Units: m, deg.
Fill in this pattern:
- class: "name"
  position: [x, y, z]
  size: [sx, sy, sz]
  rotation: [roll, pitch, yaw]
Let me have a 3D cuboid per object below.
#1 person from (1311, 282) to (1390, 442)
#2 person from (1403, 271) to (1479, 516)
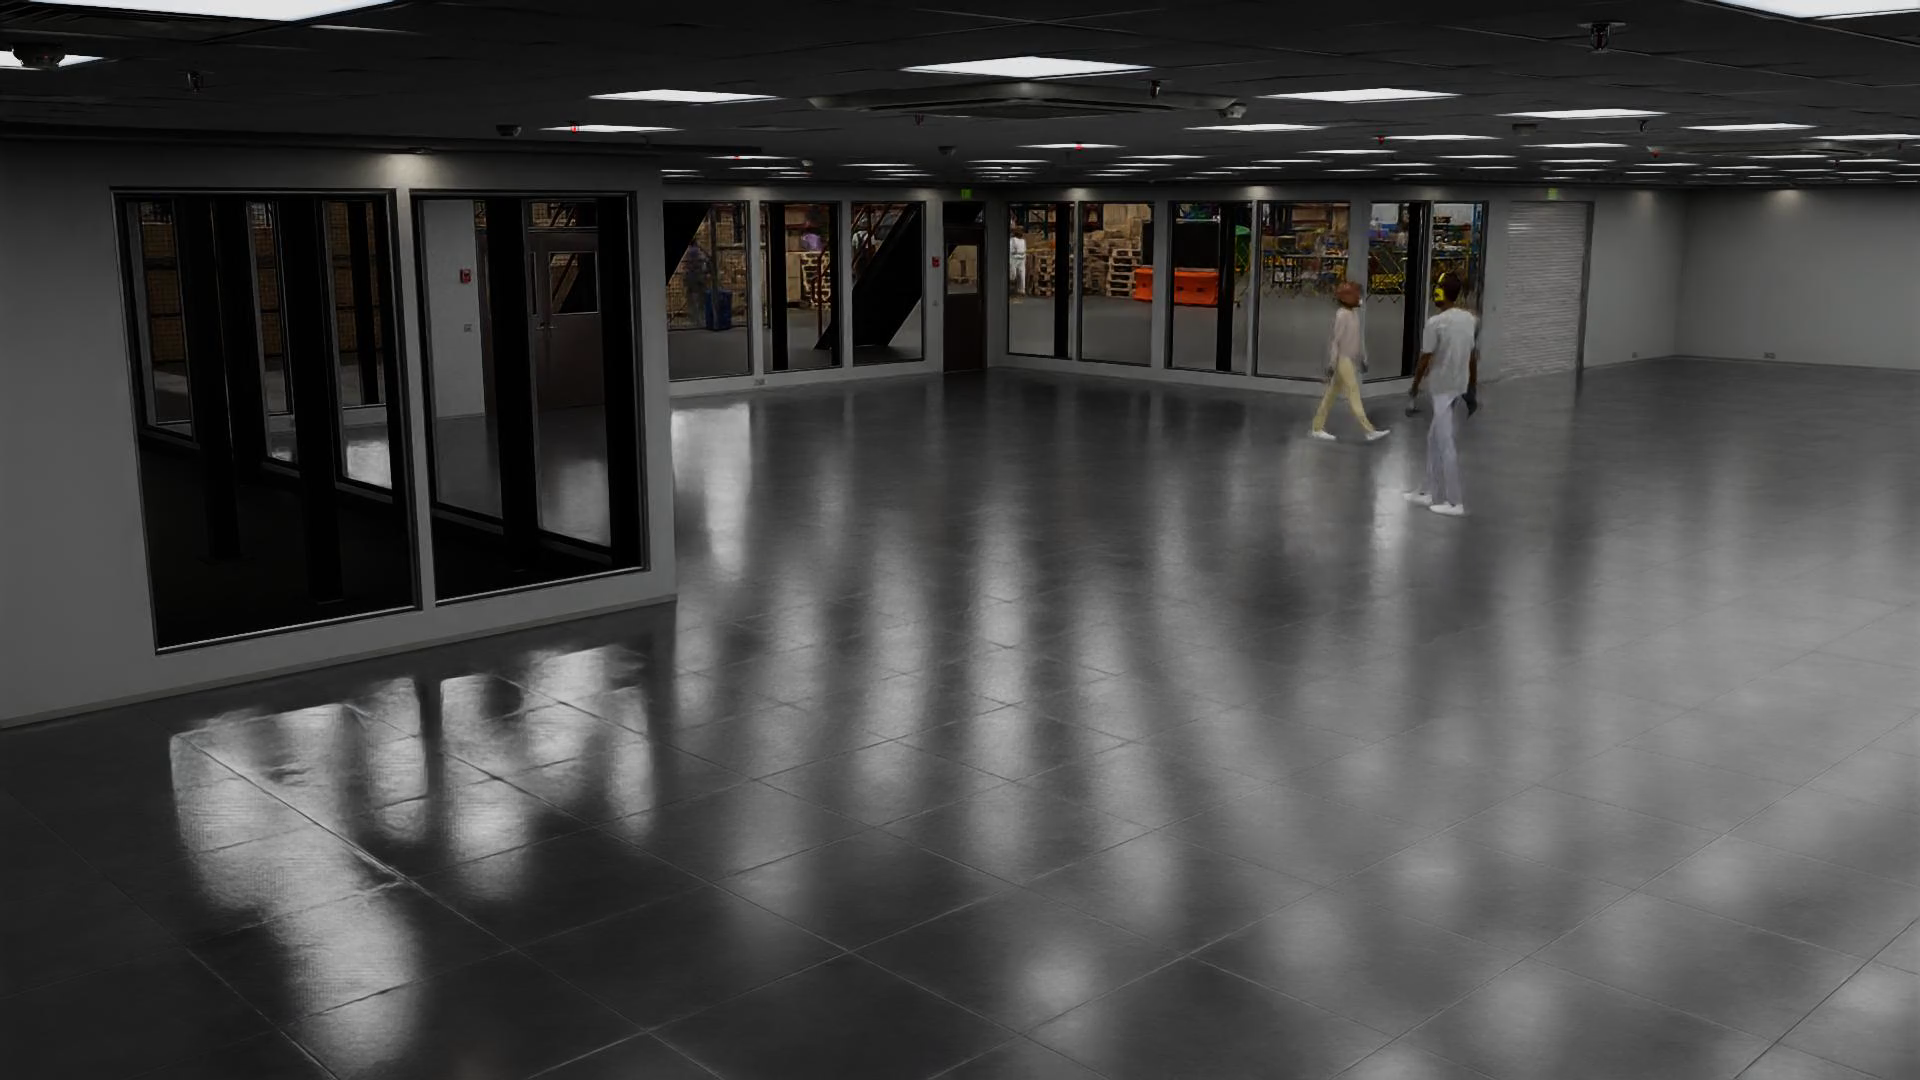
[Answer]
- class: "person"
  position: [3.921, -1.768, 16.601]
  size: [0.856, 1.581, 0.528]
  rotation: [6, 13, 29]
- class: "person"
  position: [3.624, -1.126, 12.765]
  size: [0.564, 1.842, 0.794]
  rotation: [-8, 14, -34]
